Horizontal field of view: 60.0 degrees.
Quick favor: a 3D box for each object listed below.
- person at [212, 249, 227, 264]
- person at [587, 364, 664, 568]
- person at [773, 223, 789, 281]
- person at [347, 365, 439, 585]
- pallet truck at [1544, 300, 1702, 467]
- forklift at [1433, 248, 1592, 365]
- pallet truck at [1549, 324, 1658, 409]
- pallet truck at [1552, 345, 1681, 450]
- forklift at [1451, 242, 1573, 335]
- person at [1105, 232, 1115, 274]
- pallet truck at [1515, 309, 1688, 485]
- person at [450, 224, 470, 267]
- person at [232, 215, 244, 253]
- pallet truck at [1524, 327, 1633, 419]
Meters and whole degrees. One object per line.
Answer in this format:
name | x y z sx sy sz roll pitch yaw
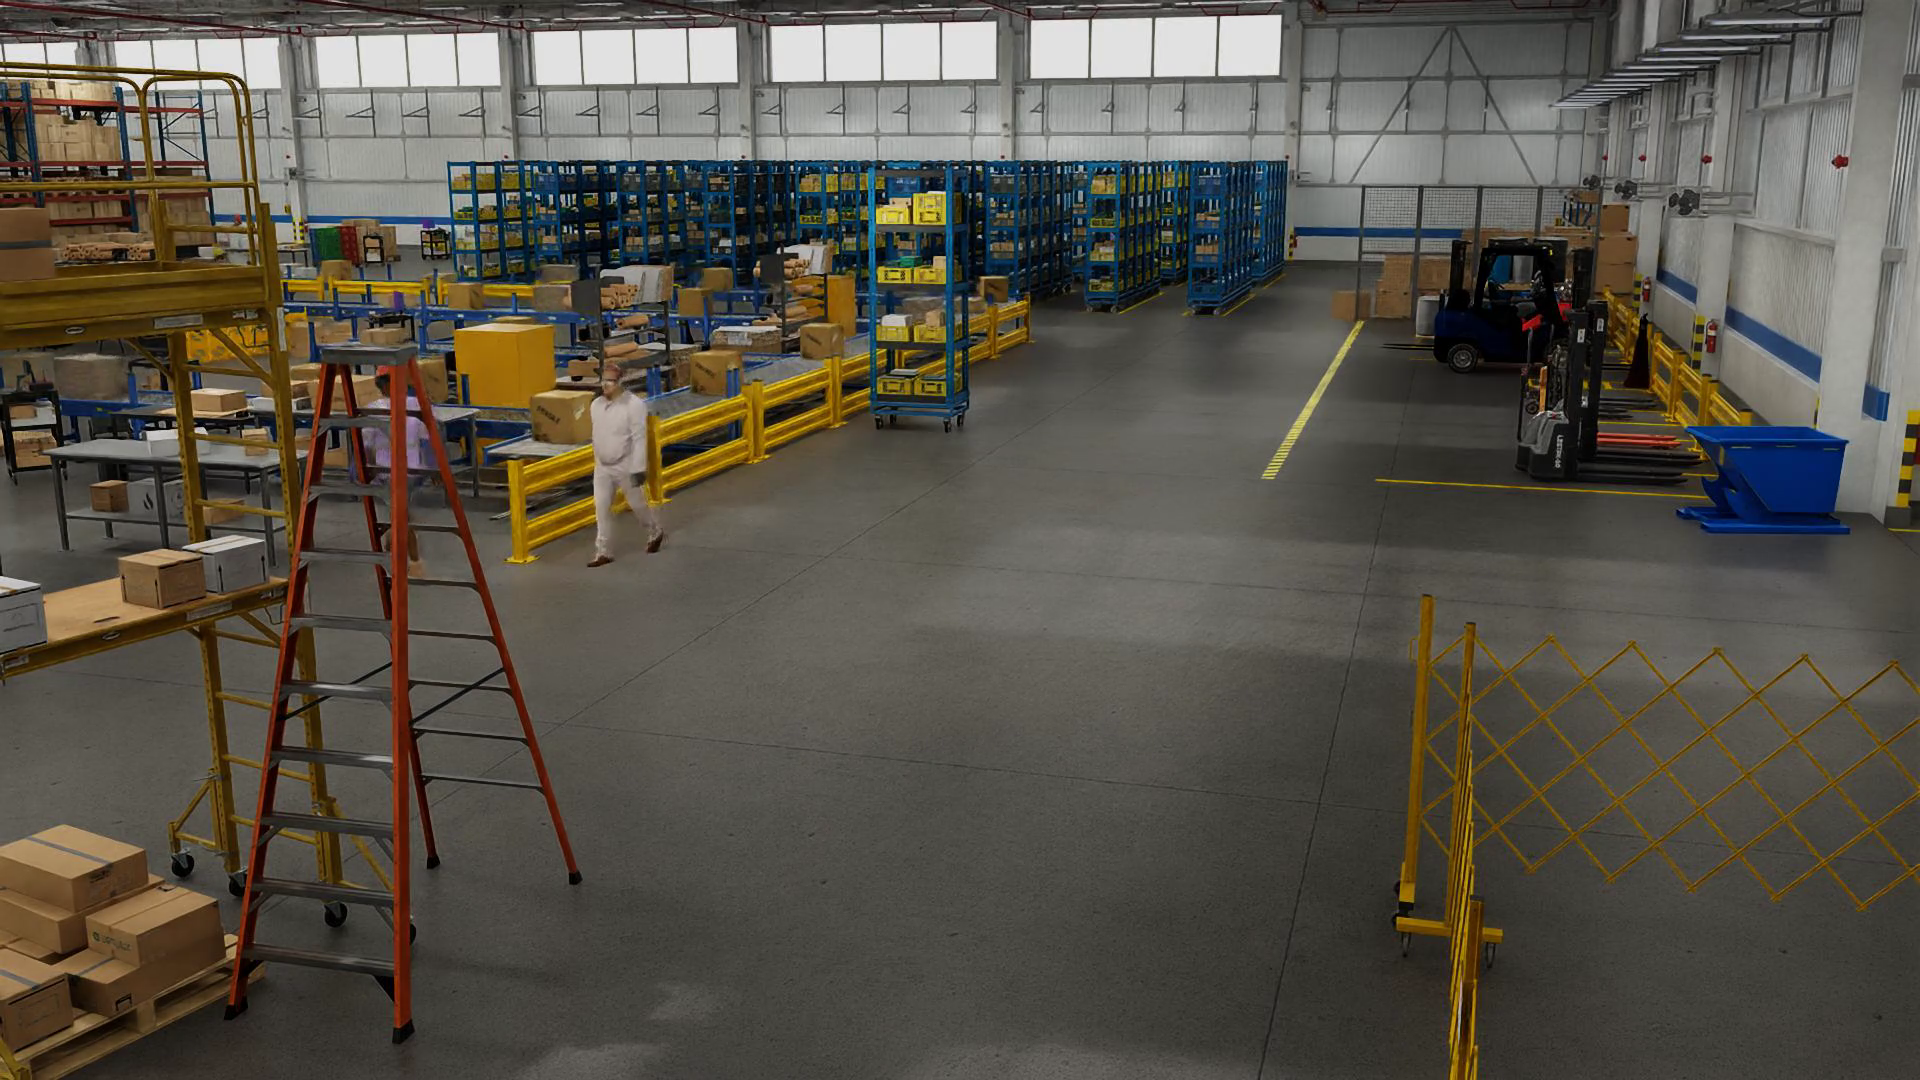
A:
person | -16.391 -5.563 36.805 0.768 1.741 0.530 2 13 9
person | -3.165 -0.721 15.584 0.653 1.882 0.866 6 14 23
person | -5.674 -8.780 50.596 0.902 1.803 0.582 2 13 9
person | -5.121 -0.617 14.884 1.036 1.973 0.754 11 17 39
pallet truck | 8.263 -1.952 20.631 1.885 1.965 0.823 5 14 20
forklift | 9.780 -4.111 29.280 2.680 1.987 1.157 3 13 14
pallet truck | 9.824 -2.669 25.407 1.601 1.201 0.680 4 14 16
pallet truck | 8.641 -1.896 21.908 1.630 1.274 0.653 4 14 16
forklift | 10.464 -4.597 31.405 2.680 1.987 1.157 4 14 16
person | 4.354 -8.243 48.126 0.390 1.850 0.565 4 14 17
pallet truck | 7.554 -1.677 19.446 1.885 1.965 0.823 3 13 14
person | -15.753 -9.276 52.504 0.601 1.904 0.997 -5 14 -22
person | -22.280 -9.108 51.659 1.037 1.927 0.640 -1 13 -6
pallet truck | 9.065 -2.460 24.370 1.522 1.261 0.704 3 13 14
